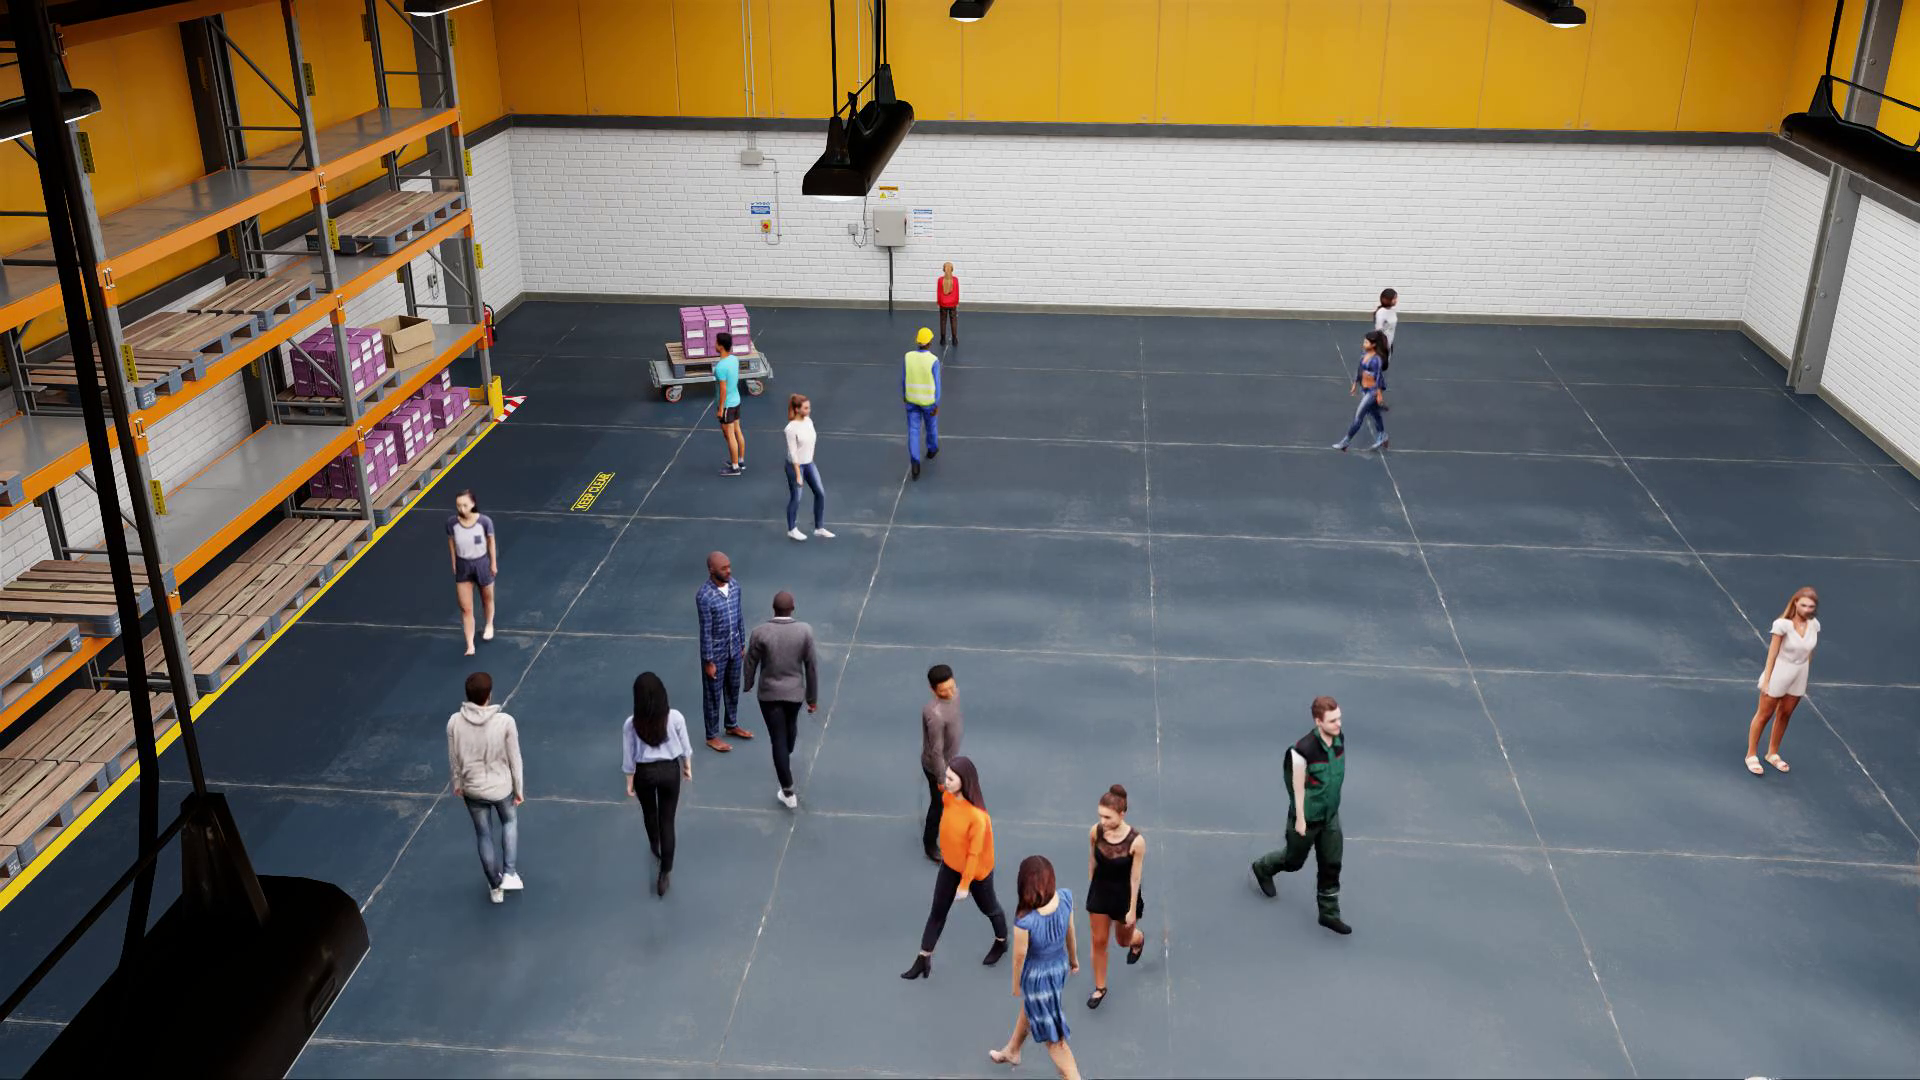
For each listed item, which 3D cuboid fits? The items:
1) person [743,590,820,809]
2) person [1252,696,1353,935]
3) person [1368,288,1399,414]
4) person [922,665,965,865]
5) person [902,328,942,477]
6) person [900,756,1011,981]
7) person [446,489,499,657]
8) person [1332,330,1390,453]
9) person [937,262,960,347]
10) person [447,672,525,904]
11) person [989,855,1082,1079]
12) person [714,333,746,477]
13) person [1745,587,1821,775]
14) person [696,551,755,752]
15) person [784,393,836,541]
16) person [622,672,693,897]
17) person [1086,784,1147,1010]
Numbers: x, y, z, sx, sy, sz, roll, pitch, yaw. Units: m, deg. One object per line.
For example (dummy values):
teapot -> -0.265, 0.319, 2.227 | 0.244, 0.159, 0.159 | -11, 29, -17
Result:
person -> -1.425, 1.325, 13.450 | 1.018, 1.756, 1.283 | -7, 25, -16
person -> 2.485, 1.934, 11.985 | 1.073, 1.813, 1.203 | -15, 28, -30
person -> 5.676, -2.561, 22.386 | 0.724, 1.719, 0.636 | 19, 30, 36
person -> -0.175, 1.669, 12.696 | 0.904, 1.729, 0.647 | -11, 26, -23
person -> -0.499, -1.655, 20.250 | 0.740, 1.771, 1.195 | 4, 24, 9
person -> 0.133, 2.239, 11.421 | 1.137, 1.707, 1.087 | -18, 30, -36
person -> -4.668, 0.268, 16.048 | 0.738, 1.613, 1.042 | -3, 24, -6
person -> 5.234, -1.847, 20.941 | 0.910, 1.569, 1.057 | -6, 24, -12
person -> -0.186, -3.599, 25.308 | 0.523, 1.281, 0.523 | -3, 24, -7
person -> -3.450, 1.862, 12.122 | 0.783, 1.837, 0.811 | -6, 24, -13
person -> 0.577, 2.779, 10.131 | 1.160, 1.751, 1.192 | 20, 30, 38
person -> -2.807, -1.658, 20.254 | 0.709, 1.773, 0.495 | 6, 24, 13
person -> 6.912, 1.148, 13.931 | 0.611, 1.695, 0.616 | -3, 24, -6
person -> -2.064, 0.927, 14.285 | 0.816, 1.818, 0.717 | 16, 28, 32
person -> -1.836, -0.796, 18.370 | 0.870, 1.703, 0.838 | 16, 28, 32
person -> -2.235, 1.840, 12.322 | 0.871, 1.715, 1.037 | -6, 24, -13
person -> 1.091, 2.354, 11.210 | 0.793, 1.665, 0.973 | 14, 27, 28
